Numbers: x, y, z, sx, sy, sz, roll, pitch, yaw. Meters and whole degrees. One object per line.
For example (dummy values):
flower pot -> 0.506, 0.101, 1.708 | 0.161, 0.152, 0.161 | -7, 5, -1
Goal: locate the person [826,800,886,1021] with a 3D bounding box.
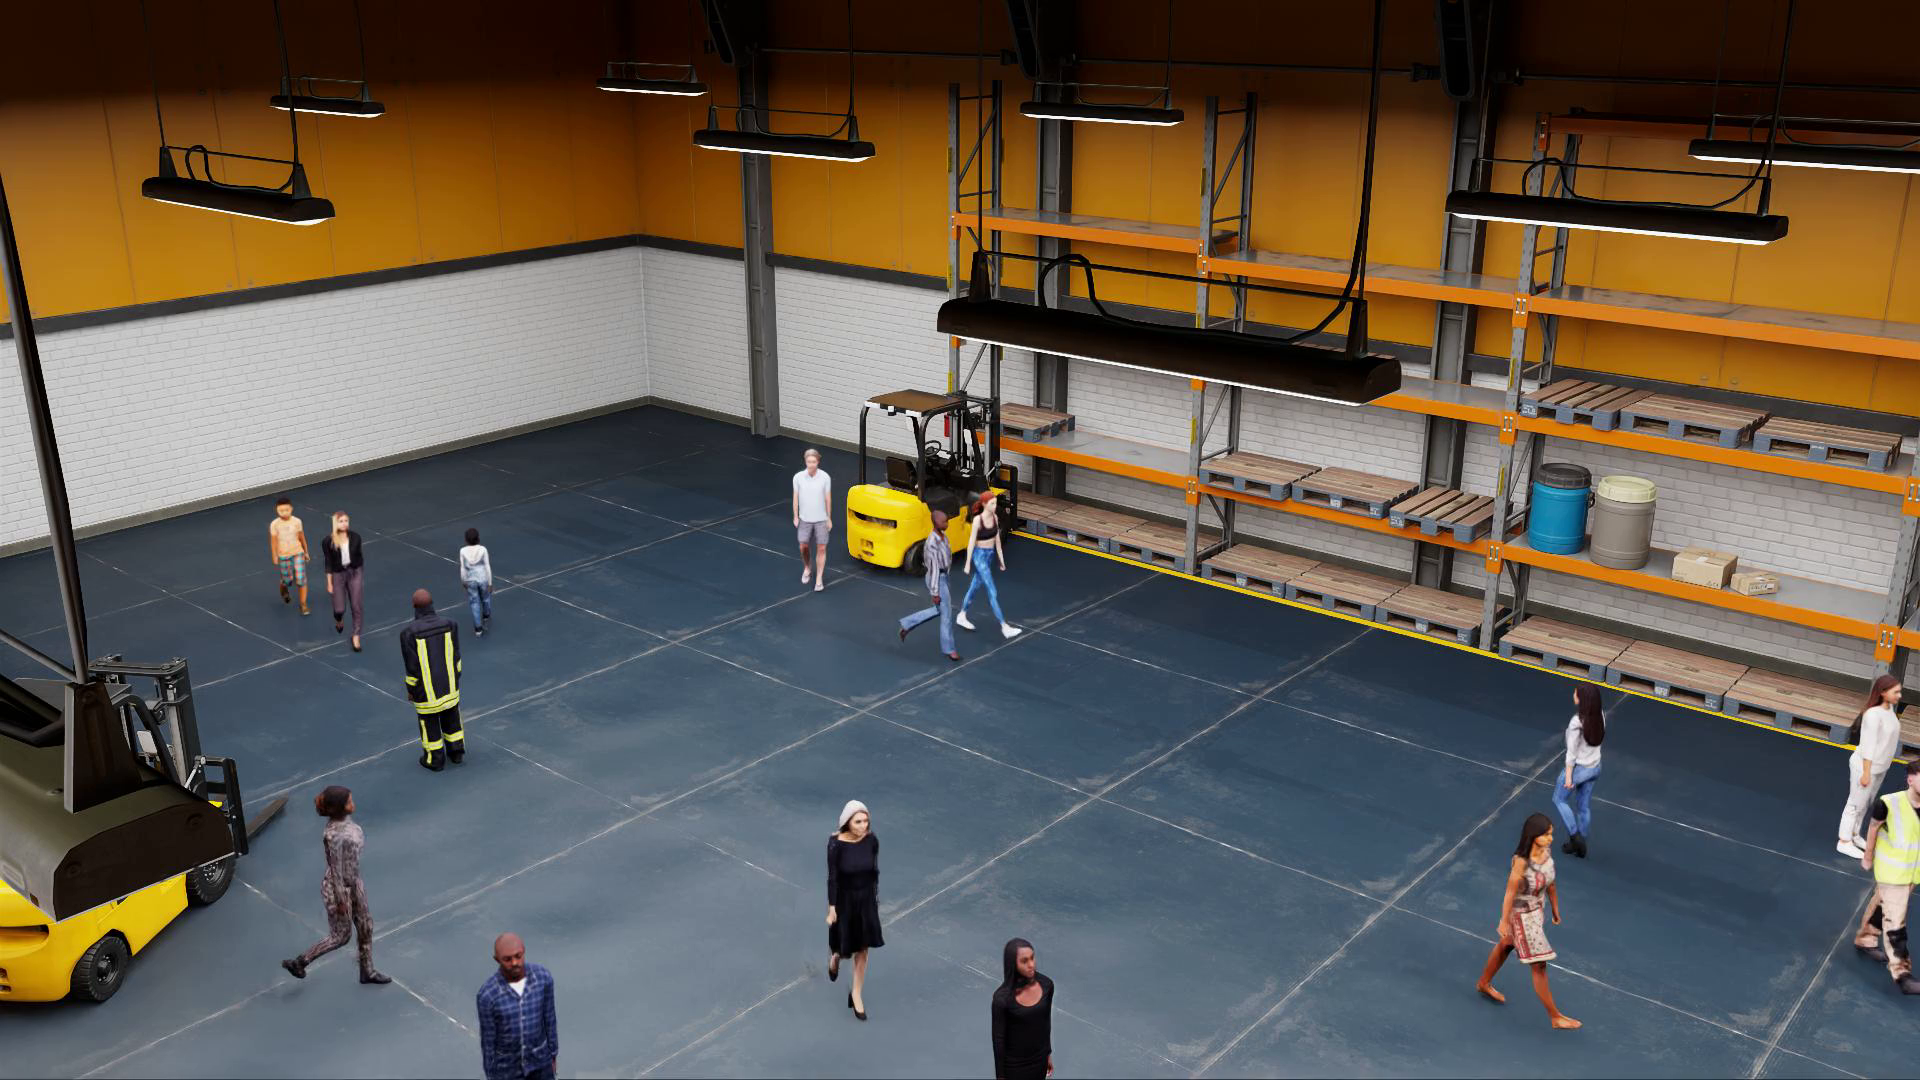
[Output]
person -> -0.817, 2.674, 12.199 | 0.775, 1.734, 0.916 | -10, 21, -27

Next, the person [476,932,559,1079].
person -> -2.782, 3.237, 10.413 | 0.787, 1.806, 0.901 | -12, 22, -31

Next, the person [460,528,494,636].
person -> -5.659, 0.500, 19.442 | 0.791, 1.231, 0.908 | -4, 19, -12

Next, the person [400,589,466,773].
person -> -5.086, 1.328, 16.059 | 0.770, 1.821, 0.695 | -17, 25, -41

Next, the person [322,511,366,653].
person -> -7.005, 0.457, 18.901 | 0.718, 1.659, 0.852 | -13, 22, -33

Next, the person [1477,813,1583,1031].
person -> 4.075, 2.733, 12.230 | 0.702, 1.602, 1.103 | -17, 25, -41

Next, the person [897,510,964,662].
person -> -0.333, 0.514, 18.562 | 1.131, 1.767, 0.930 | 4, 19, 13

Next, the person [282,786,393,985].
person -> -4.687, 2.620, 12.420 | 1.037, 1.696, 0.953 | -1, 19, -4

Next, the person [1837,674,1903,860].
person -> 7.902, 1.942, 14.446 | 0.545, 1.687, 0.609 | 18, 25, 42

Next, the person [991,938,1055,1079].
person -> 0.385, 3.278, 10.432 | 0.663, 1.716, 0.607 | -13, 23, -34

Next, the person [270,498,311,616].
person -> -8.097, 0.174, 20.075 | 0.694, 1.444, 0.853 | -13, 22, -33

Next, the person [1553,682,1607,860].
person -> 5.430, 2.019, 14.325 | 0.688, 1.618, 0.695 | -11, 22, -31

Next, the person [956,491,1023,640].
person -> 0.201, 0.283, 19.307 | 1.216, 1.729, 0.599 | 14, 23, 36

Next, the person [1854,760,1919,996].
person -> 7.121, 2.478, 12.687 | 1.125, 1.793, 1.253 | -4, 19, -13

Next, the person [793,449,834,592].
person -> -1.821, -0.284, 20.846 | 0.825, 1.822, 0.886 | -1, 19, -2
